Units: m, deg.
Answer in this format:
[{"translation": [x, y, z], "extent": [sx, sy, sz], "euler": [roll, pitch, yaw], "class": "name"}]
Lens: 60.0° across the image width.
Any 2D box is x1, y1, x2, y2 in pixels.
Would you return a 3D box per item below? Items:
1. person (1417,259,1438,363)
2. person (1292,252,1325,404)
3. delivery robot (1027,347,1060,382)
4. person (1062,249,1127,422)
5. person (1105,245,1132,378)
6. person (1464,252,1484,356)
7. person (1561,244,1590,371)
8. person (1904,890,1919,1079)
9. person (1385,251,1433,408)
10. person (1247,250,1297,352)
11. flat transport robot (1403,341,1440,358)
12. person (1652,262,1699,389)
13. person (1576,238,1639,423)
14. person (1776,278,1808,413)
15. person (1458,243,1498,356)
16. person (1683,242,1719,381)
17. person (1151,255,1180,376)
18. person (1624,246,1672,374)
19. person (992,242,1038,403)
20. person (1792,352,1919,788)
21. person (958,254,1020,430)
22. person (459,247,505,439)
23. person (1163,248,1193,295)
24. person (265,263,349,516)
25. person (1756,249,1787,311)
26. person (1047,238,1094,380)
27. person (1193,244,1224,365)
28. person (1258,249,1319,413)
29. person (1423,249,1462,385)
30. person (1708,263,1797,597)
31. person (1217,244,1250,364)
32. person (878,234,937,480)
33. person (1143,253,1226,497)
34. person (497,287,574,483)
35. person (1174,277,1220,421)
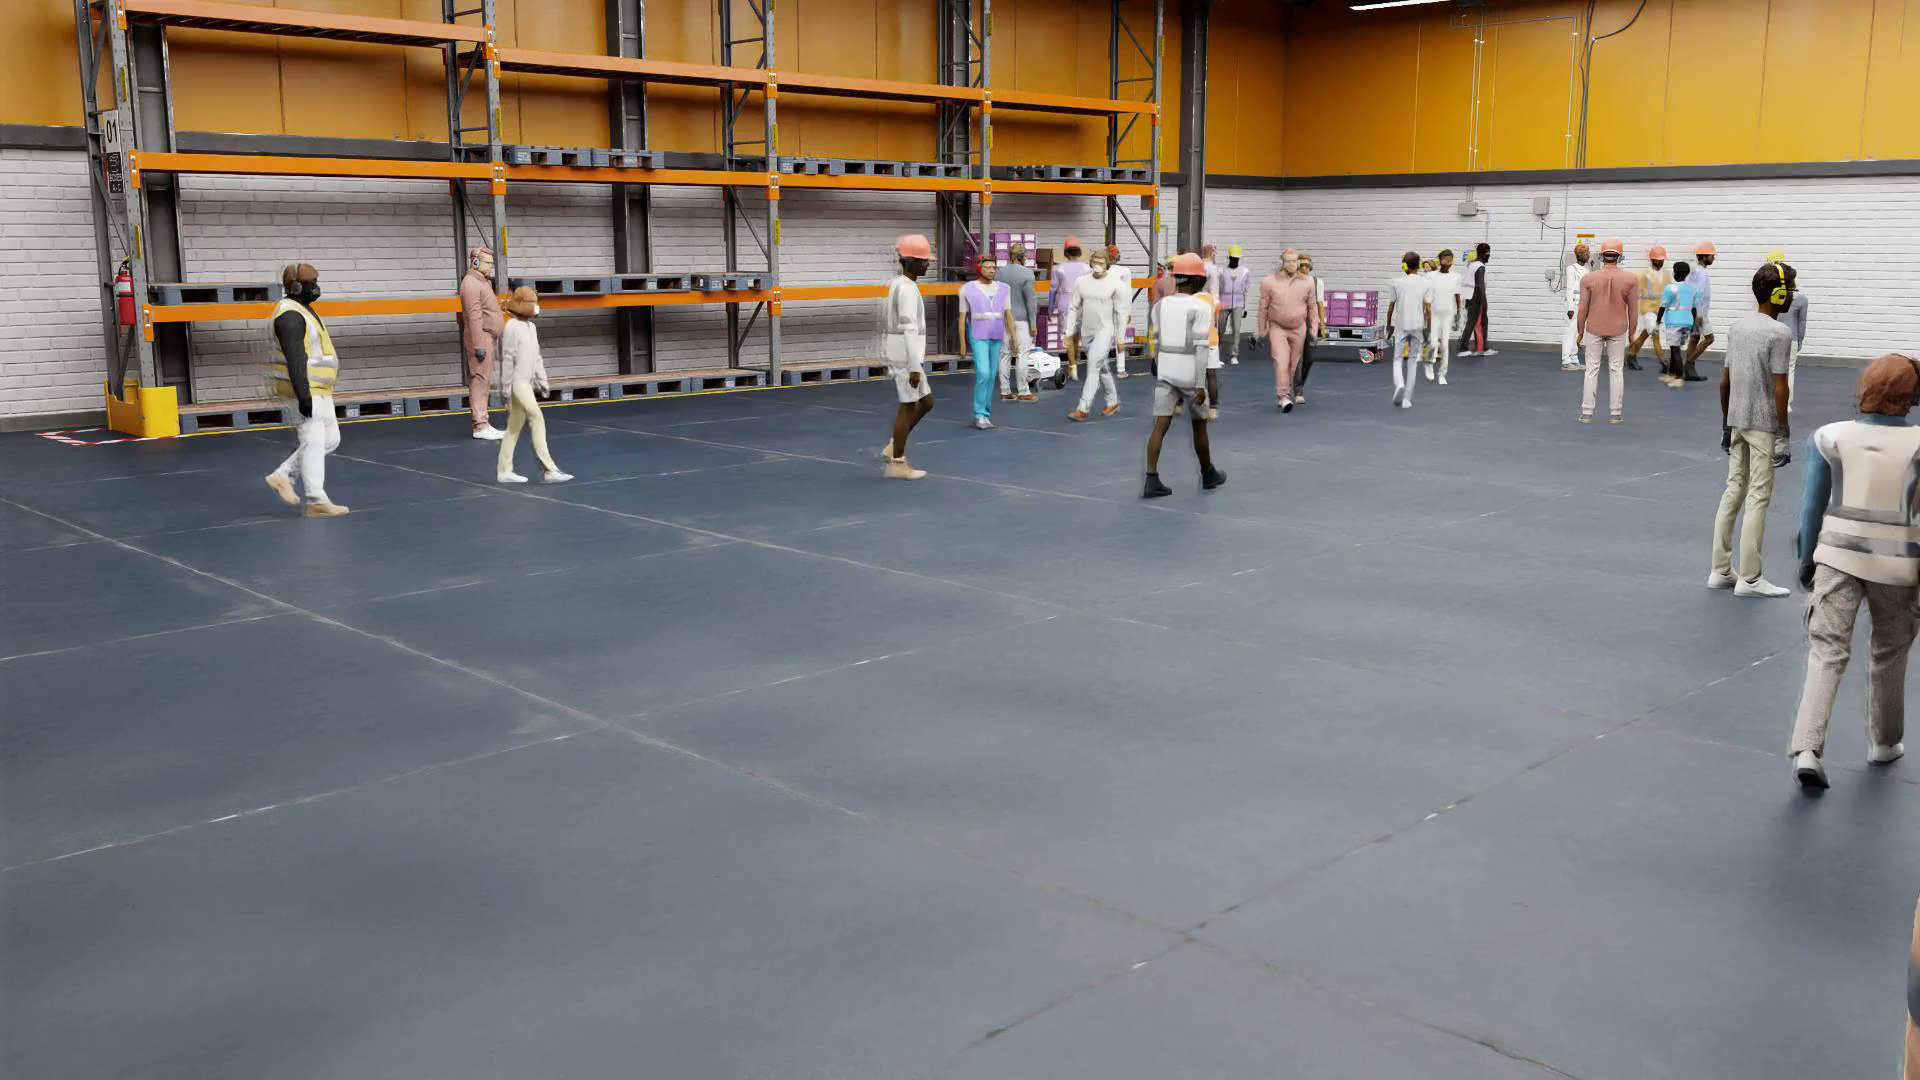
[{"translation": [7.421, -3.623, 26.393], "extent": [0.521, 1.640, 0.307], "euler": [10, 14, 43], "class": "person"}, {"translation": [4.165, -2.592, 20.283], "extent": [0.515, 1.822, 0.826], "euler": [0, 10, -1], "class": "person"}, {"translation": [1.033, -2.280, 21.778], "extent": [0.477, 0.478, 0.707], "euler": [5, 12, 27], "class": "delivery robot"}, {"translation": [1.528, -2.257, 18.321], "extent": [0.638, 1.883, 1.073], "euler": [9, 13, 39], "class": "person"}, {"translation": [2.165, -3.249, 23.684], "extent": [0.573, 1.887, 0.356], "euler": [3, 11, 14], "class": "person"}, {"translation": [8.622, -3.953, 27.906], "extent": [0.395, 1.747, 0.528], "euler": [1, 10, 5], "class": "person"}, {"translation": [9.294, -3.494, 25.027], "extent": [0.354, 1.883, 0.573], "euler": [10, 14, 43], "class": "person"}, {"translation": [1.223, 0.755, 1.904], "extent": [0.384, 1.883, 0.703], "euler": [6, 12, 31], "class": "person"}, {"translation": [5.239, -2.443, 19.405], "extent": [0.536, 1.844, 0.559], "euler": [3, 11, 14], "class": "person"}, {"translation": [5.285, -3.967, 27.889], "extent": [0.775, 1.791, 0.608], "euler": [0, 10, -1], "class": "person"}, {"translation": [7.706, -3.180, 27.715], "extent": [0.652, 0.197, 1.431], "euler": [4, 11, 20], "class": "flat transport robot"}, {"translation": [9.500, -2.868, 22.206], "extent": [0.539, 1.671, 0.739], "euler": [-4, 11, -20], "class": "person"}, {"translation": [6.973, -2.251, 17.942], "extent": [0.620, 1.994, 0.379], "euler": [3, 11, 16], "class": "person"}, {"translation": [9.419, -2.270, 19.080], "extent": [0.492, 1.624, 0.308], "euler": [4, 11, 23], "class": "person"}, {"translation": [8.750, -3.997, 27.762], "extent": [0.815, 1.881, 0.613], "euler": [1, 10, 4], "class": "person"}, {"translation": [10.263, -3.153, 23.043], "extent": [0.400, 1.926, 0.566], "euler": [3, 11, 13], "class": "person"}, {"translation": [2.939, -3.118, 23.350], "extent": [0.556, 1.738, 0.665], "euler": [5, 11, 25], "class": "person"}, {"translation": [10.267, -3.413, 24.639], "extent": [0.659, 1.873, 1.017], "euler": [-4, 11, -21], "class": "person"}, {"translation": [0.679, -2.629, 20.177], "extent": [0.627, 1.934, 0.370], "euler": [9, 13, 39], "class": "person"}, {"translation": [3.346, 0.111, 6.150], "extent": [0.521, 1.605, 0.857], "euler": [9, 14, 41], "class": "person"}, {"translation": [0.316, -2.054, 17.323], "extent": [0.585, 1.826, 0.569], "euler": [-6, 12, -30], "class": "person"}, {"translation": [-4.751, -1.958, 16.606], "extent": [0.406, 1.902, 0.636], "euler": [-2, 11, -10], "class": "person"}, {"translation": [3.526, -3.730, 26.501], "extent": [0.685, 1.813, 0.531], "euler": [0, 10, -2], "class": "person"}, {"translation": [-4.727, -1.067, 11.944], "extent": [0.517, 1.827, 0.632], "euler": [-1, 10, -7], "class": "person"}, {"translation": [12.353, -3.543, 25.491], "extent": [0.599, 1.810, 0.699], "euler": [-10, 14, -42], "class": "person"}, {"translation": [1.562, -3.269, 23.539], "extent": [0.633, 1.973, 1.094], "euler": [-1, 10, -6], "class": "person"}, {"translation": [3.797, -3.653, 25.884], "extent": [0.585, 1.885, 0.665], "euler": [-4, 11, -23], "class": "person"}, {"translation": [3.795, -2.402, 19.136], "extent": [0.669, 1.850, 0.980], "euler": [-1, 10, -3], "class": "person"}, {"translation": [6.521, -3.029, 22.611], "extent": [0.581, 1.841, 0.484], "euler": [1, 10, 5], "class": "person"}, {"translation": [4.494, -0.613, 9.379], "extent": [0.310, 1.860, 0.534], "euler": [-2, 11, -12], "class": "person"}, {"translation": [4.283, -3.749, 26.447], "extent": [0.603, 1.888, 0.911], "euler": [0, 10, 0], "class": "person"}, {"translation": [-0.407, -1.486, 13.680], "extent": [0.450, 2.025, 0.631], "euler": [-1, 10, -6], "class": "person"}, {"translation": [1.748, -1.291, 13.015], "extent": [0.565, 1.883, 0.984], "euler": [9, 14, 41], "class": "person"}, {"translation": [-3.463, -1.249, 13.540], "extent": [0.794, 1.596, 0.527], "euler": [1, 10, 3], "class": "person"}, {"translation": [2.592, -2.152, 18.310], "extent": [0.542, 1.651, 0.883], "euler": [-4, 11, -21], "class": "person"}]
